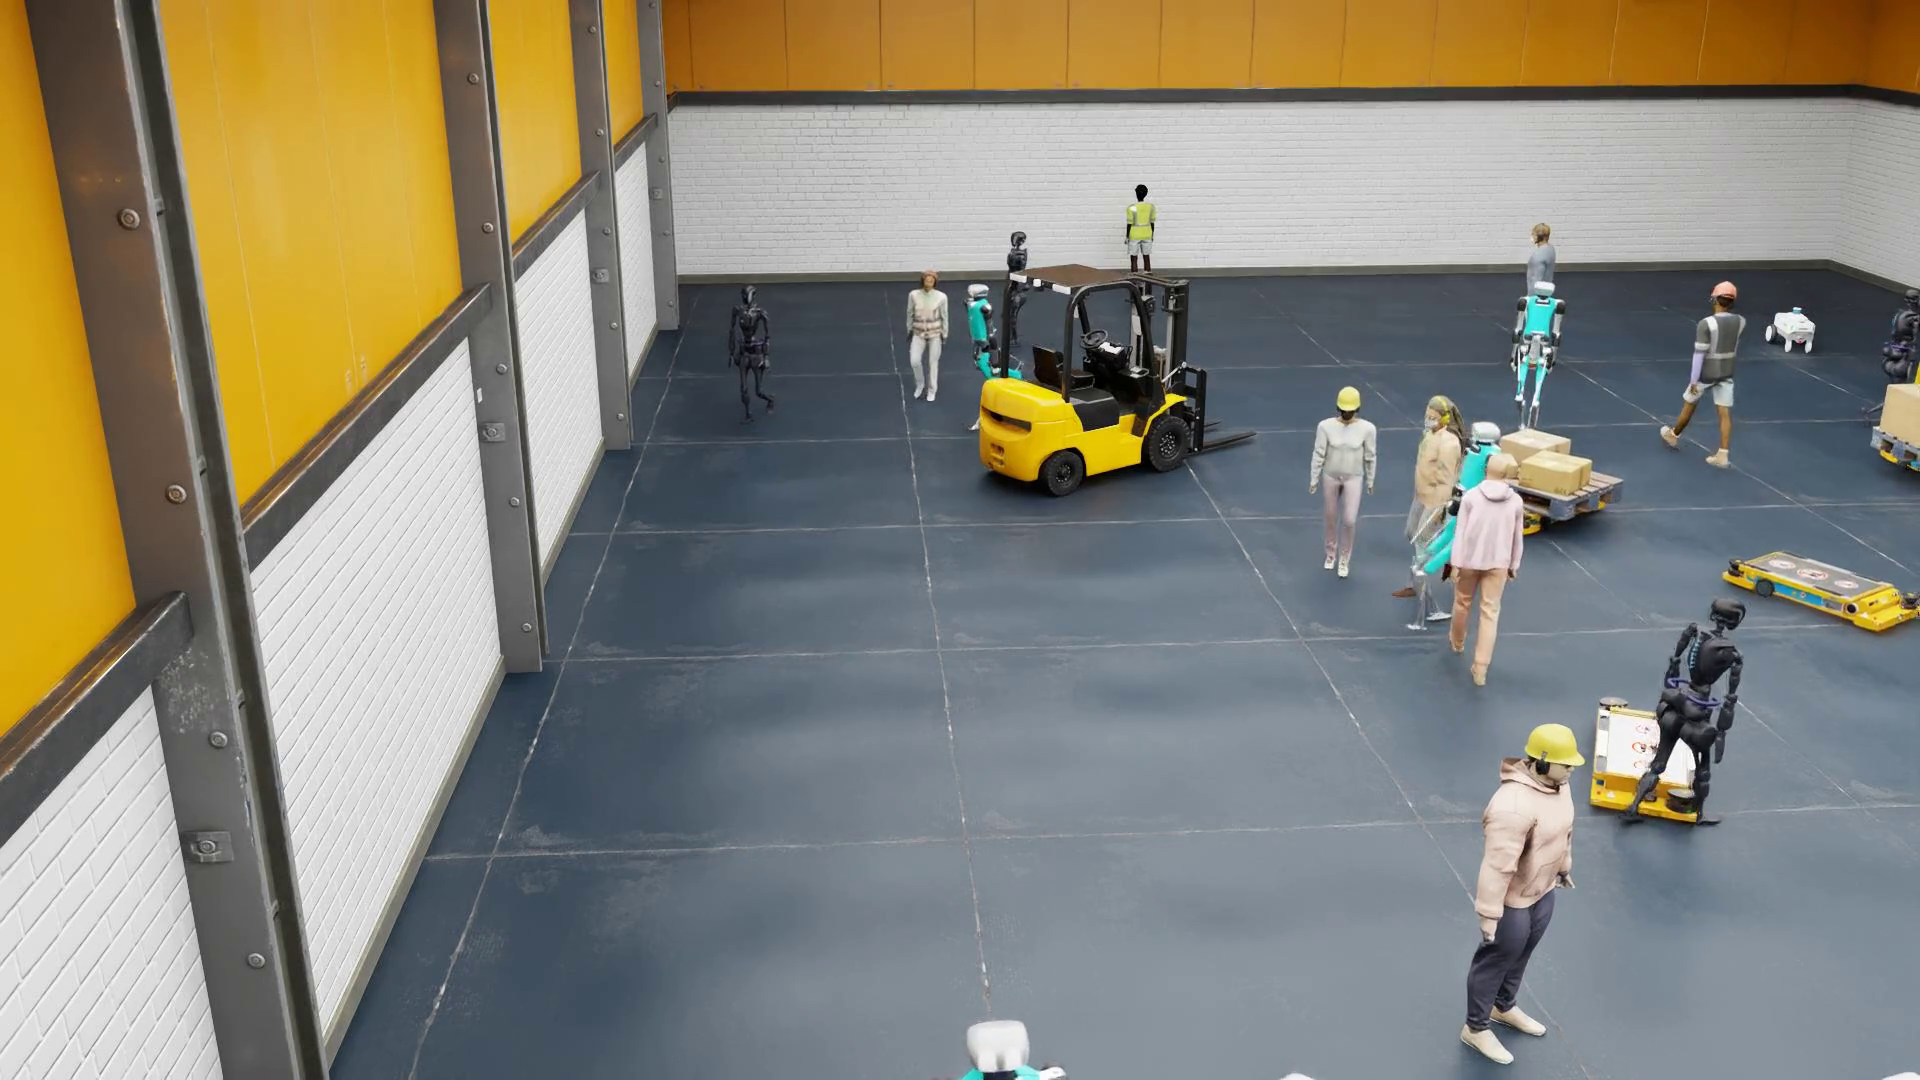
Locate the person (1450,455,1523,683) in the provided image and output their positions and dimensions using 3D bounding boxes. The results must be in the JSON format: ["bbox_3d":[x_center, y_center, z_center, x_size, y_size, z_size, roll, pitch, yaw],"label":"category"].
[{"bbox_3d":[4.106,0.186,13.026,0.550,1.720,0.887,4,21,11],"label":"person"}]

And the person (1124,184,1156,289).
[{"bbox_3d":[2.903,-4.886,26.864,0.539,1.695,0.317,-7,21,-19],"label":"person"}]

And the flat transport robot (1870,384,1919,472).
[{"bbox_3d":[10.564,-0.779,17.749,0.659,0.231,1.431,-2,20,-5],"label":"flat transport robot"}]

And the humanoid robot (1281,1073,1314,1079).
[{"bbox_3d":[1.382,2.634,6.384,0.547,1.751,1.004,13,24,31],"label":"humanoid robot"}]

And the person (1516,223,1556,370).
[{"bbox_3d":[7.624,-3.217,21.973,0.354,1.936,0.634,12,23,29],"label":"person"}]

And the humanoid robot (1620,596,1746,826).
[{"bbox_3d":[4.667,1.104,10.649,0.675,1.642,0.628,-4,21,-11],"label":"humanoid robot"}]

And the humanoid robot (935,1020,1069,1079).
[{"bbox_3d":[0.097,2.594,6.553,0.530,1.879,0.699,-4,21,-11],"label":"humanoid robot"}]

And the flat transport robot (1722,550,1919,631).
[{"bbox_3d":[7.489,0.421,14.481,0.659,0.231,1.431,-13,24,-31],"label":"flat transport robot"}]

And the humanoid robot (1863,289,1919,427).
[{"bbox_3d":[10.860,-2.101,19.335,0.535,1.640,0.605,1,20,3],"label":"humanoid robot"}]

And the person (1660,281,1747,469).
[{"bbox_3d":[8.189,-1.831,18.152,0.611,1.965,1.120,-4,21,-11],"label":"person"}]

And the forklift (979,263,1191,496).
[{"bbox_3d":[1.315,-1.764,17.646,2.313,2.155,1.214,-14,24,-33],"label":"forklift"}]

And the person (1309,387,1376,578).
[{"bbox_3d":[3.410,-0.517,14.888,0.559,1.741,0.621,7,21,18],"label":"person"}]

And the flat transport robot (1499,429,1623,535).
[{"bbox_3d":[5.753,-0.346,16.569,1.431,0.231,0.659,-15,25,-35],"label":"flat transport robot"}]

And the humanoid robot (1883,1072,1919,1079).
[{"bbox_3d":[3.126,2.768,5.964,0.672,1.800,0.532,-11,23,-27],"label":"humanoid robot"}]

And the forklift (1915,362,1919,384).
[{"bbox_3d":[12.602,-2.435,19.475,2.313,2.155,1.214,-1,20,-4],"label":"forklift"}]

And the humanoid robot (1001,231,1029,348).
[{"bbox_3d":[0.757,-3.460,23.034,0.347,1.644,0.597,-6,21,-17],"label":"humanoid robot"}]

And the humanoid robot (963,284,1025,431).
[{"bbox_3d":[0.457,-2.108,19.288,0.825,1.779,0.554,-11,23,-27],"label":"humanoid robot"}]

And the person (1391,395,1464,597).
[{"bbox_3d":[4.137,-0.372,14.358,0.632,1.849,0.580,-3,20,-7],"label":"person"}]

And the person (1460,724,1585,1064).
[{"bbox_3d":[2.860,1.773,8.500,0.806,1.860,0.439,-18,27,-40],"label":"person"}]

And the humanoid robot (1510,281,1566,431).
[{"bbox_3d":[6.561,-1.955,18.985,0.549,1.915,0.716,4,21,12],"label":"humanoid robot"}]

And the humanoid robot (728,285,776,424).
[{"bbox_3d":[-2.438,-2.215,19.627,0.588,1.637,0.519,9,22,22],"label":"humanoid robot"}]

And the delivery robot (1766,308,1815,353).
[{"bbox_3d":[11.646,-2.945,23.238,0.499,0.596,0.795,3,20,7],"label":"delivery robot"}]

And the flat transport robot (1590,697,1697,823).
[{"bbox_3d":[4.746,1.507,11.522,0.659,0.231,1.431,8,22,20],"label":"flat transport robot"}]

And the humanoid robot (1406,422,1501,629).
[{"bbox_3d":[3.982,-0.089,13.803,0.846,1.801,0.532,-2,20,-6],"label":"humanoid robot"}]

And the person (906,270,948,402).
[{"bbox_3d":[-0.410,-2.507,20.480,0.537,1.616,0.380,4,21,12],"label":"person"}]
